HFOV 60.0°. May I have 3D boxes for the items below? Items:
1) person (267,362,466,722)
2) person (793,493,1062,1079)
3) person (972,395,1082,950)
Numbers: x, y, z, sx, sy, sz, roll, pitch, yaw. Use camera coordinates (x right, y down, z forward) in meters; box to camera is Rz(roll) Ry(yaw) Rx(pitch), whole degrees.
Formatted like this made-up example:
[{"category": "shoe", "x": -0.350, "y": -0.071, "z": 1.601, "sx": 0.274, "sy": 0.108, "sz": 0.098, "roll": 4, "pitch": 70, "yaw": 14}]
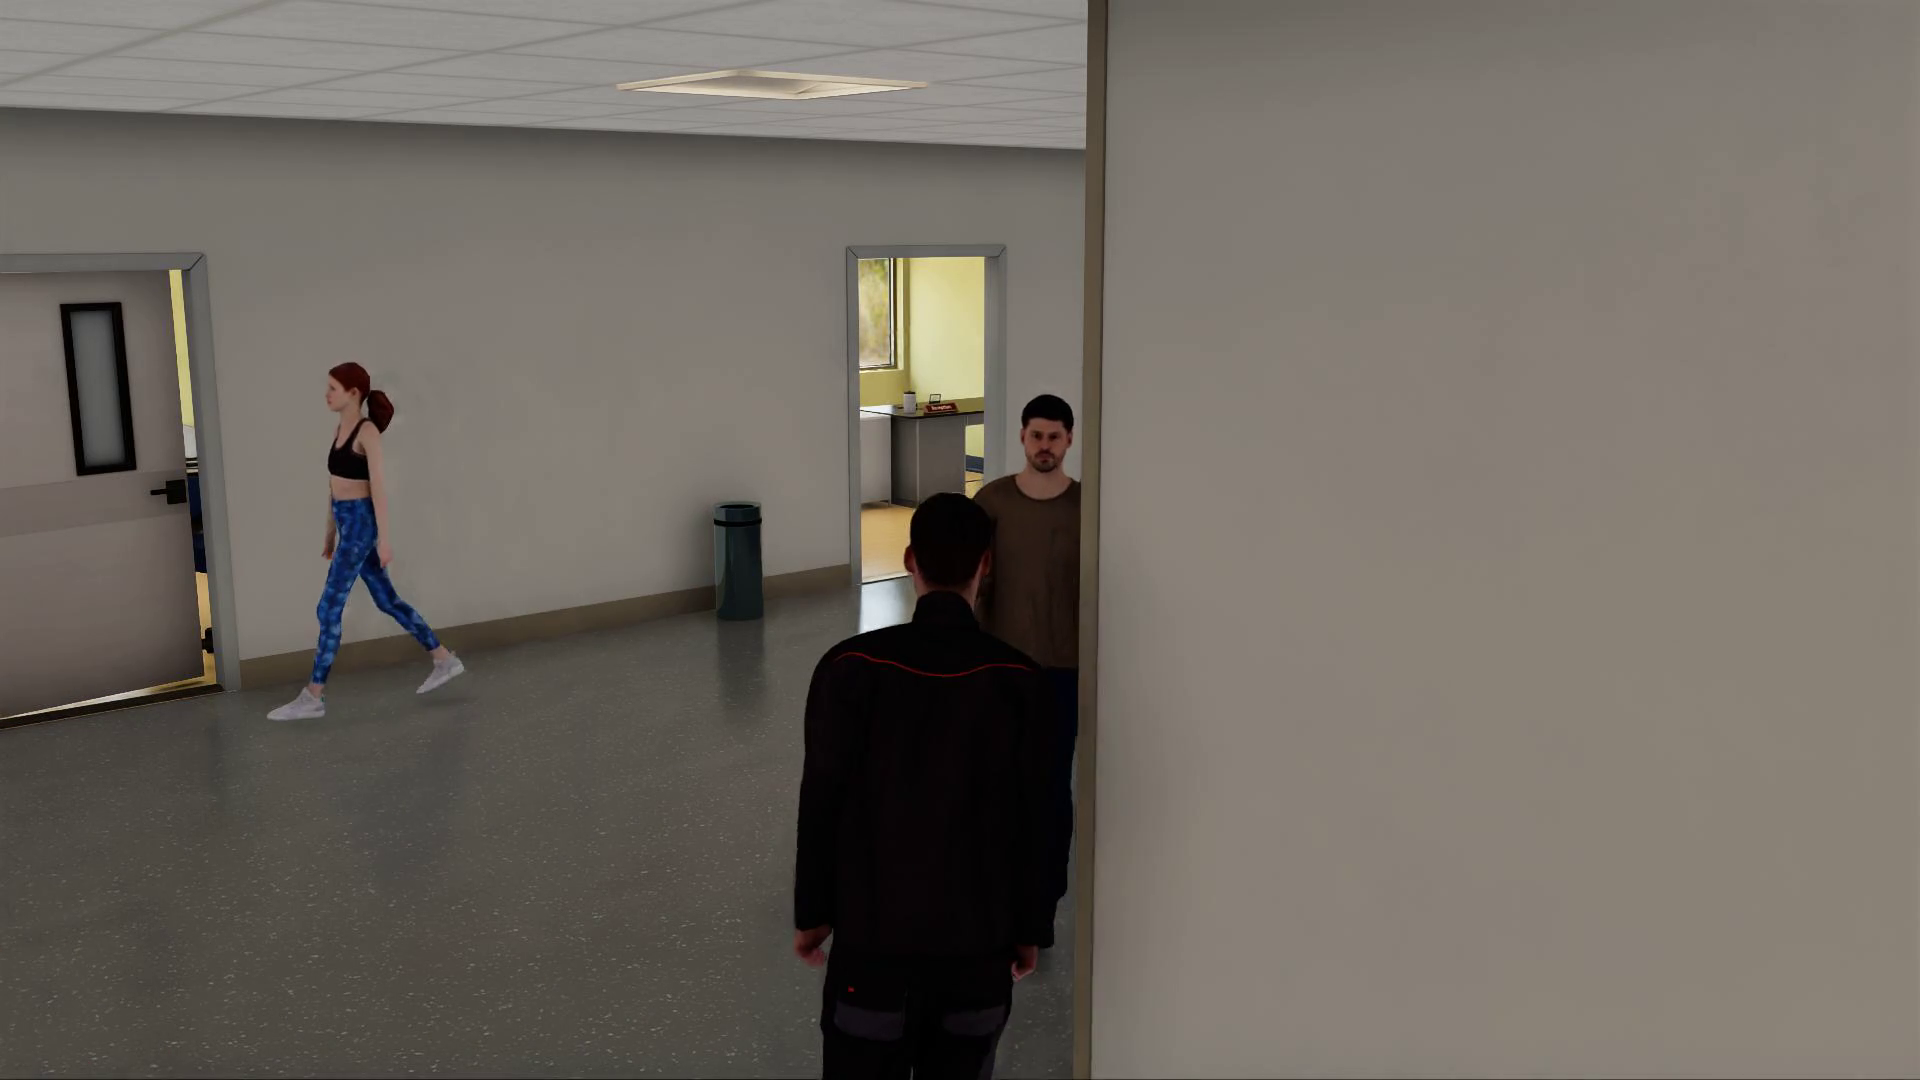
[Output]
[{"category": "person", "x": -2.919, "y": 0.022, "z": 8.334, "sx": 1.216, "sy": 1.738, "sz": 0.573, "roll": -9, "pitch": 14, "yaw": -39}, {"category": "person", "x": -0.073, "y": 0.870, "z": 3.475, "sx": 1.130, "sy": 1.884, "sz": 1.157, "roll": 0, "pitch": 11, "yaw": 2}, {"category": "person", "x": 0.260, "y": 0.427, "z": 5.910, "sx": 1.134, "sy": 1.845, "sz": 1.254, "roll": 2, "pitch": 11, "yaw": 10}]
